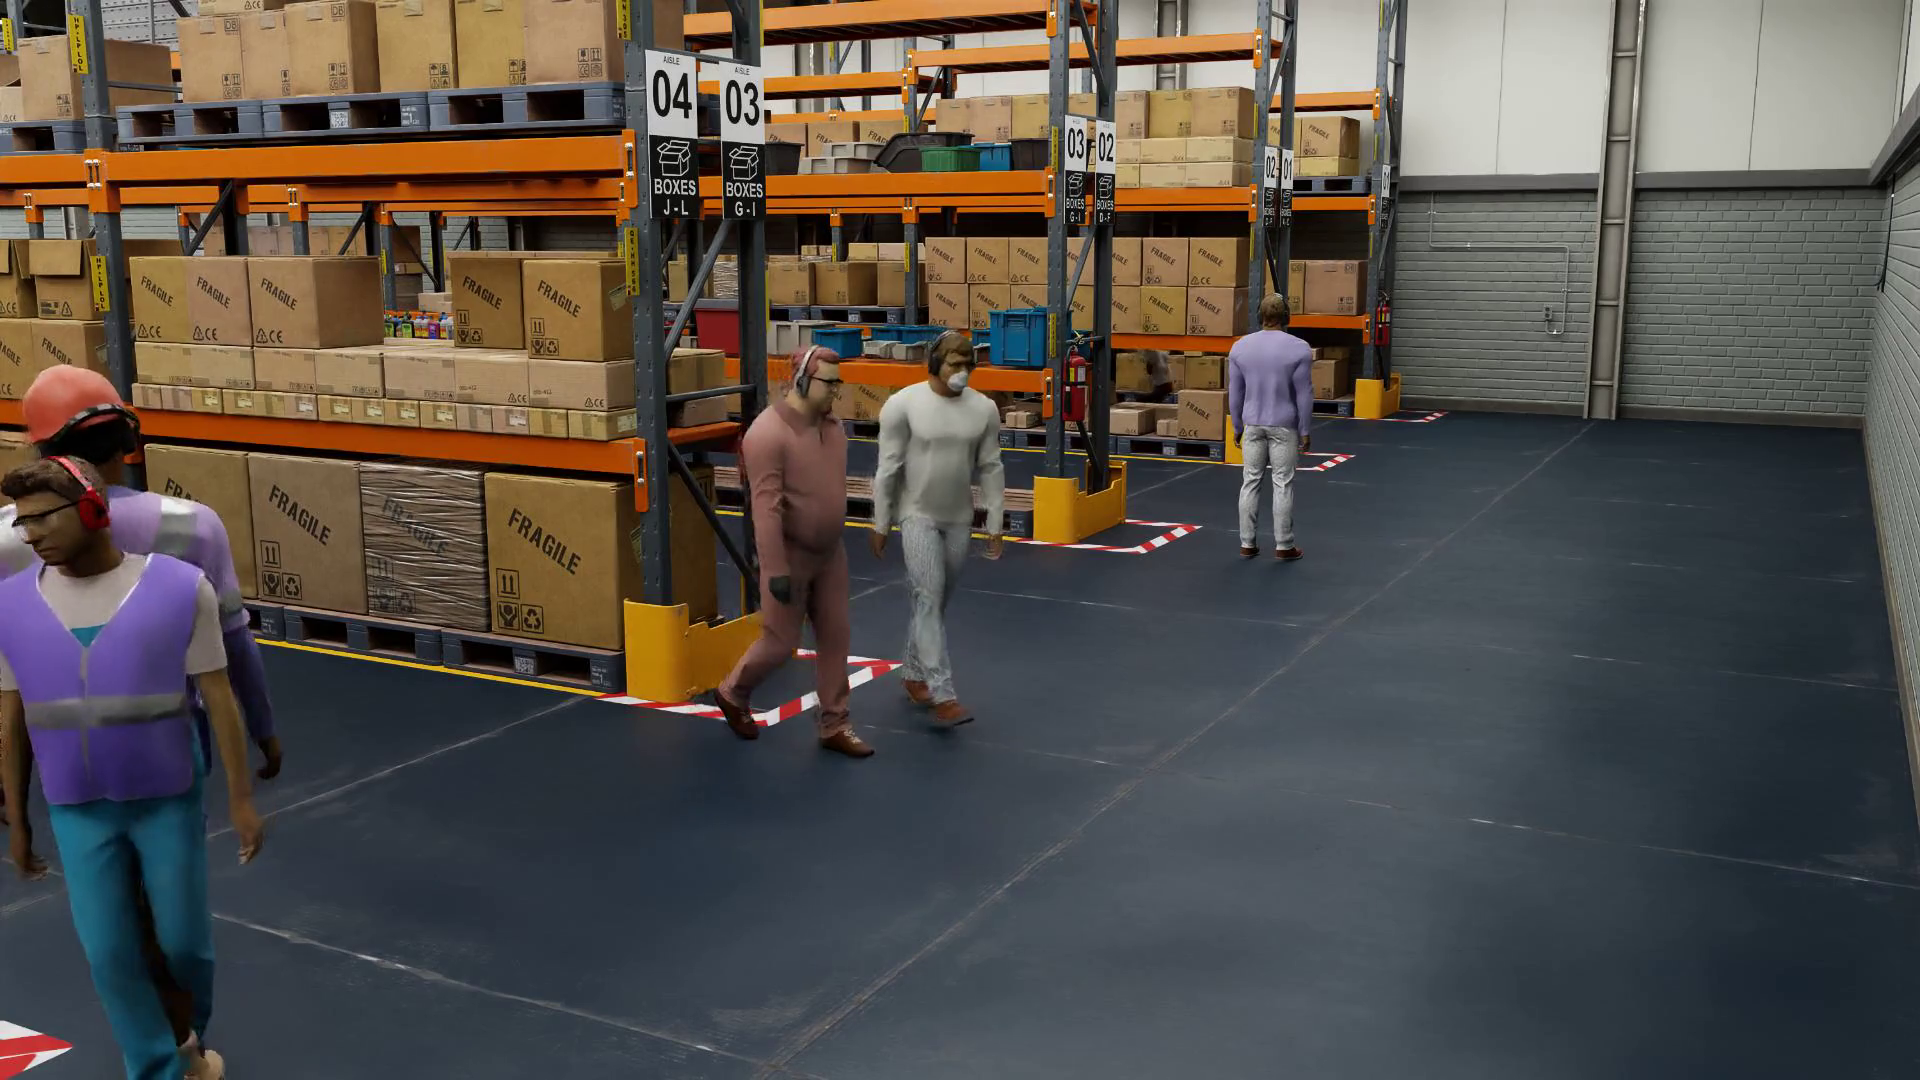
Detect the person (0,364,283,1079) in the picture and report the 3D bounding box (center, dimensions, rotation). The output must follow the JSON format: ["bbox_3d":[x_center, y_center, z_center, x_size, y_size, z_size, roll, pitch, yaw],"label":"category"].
[{"bbox_3d":[-2.273,0.514,4.634,0.699,1.993,0.961,-3,11,-15],"label":"person"}]

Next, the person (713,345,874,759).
[{"bbox_3d":[-0.778,0.046,7.530,0.755,1.876,0.656,8,13,37],"label":"person"}]

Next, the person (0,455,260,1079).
[{"bbox_3d":[-2.146,0.674,4.302,0.638,1.805,0.582,-2,11,-11],"label":"person"}]

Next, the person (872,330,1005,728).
[{"bbox_3d":[-0.041,-0.052,8.014,0.639,1.893,0.967,-6,12,-28],"label":"person"}]

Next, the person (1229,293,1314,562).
[{"bbox_3d":[2.243,-0.804,12.009,0.629,1.940,0.372,6,12,29],"label":"person"}]

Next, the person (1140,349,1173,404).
[{"bbox_3d":[2.212,-2.136,19.041,0.572,2.019,0.623,4,11,21],"label":"person"}]
